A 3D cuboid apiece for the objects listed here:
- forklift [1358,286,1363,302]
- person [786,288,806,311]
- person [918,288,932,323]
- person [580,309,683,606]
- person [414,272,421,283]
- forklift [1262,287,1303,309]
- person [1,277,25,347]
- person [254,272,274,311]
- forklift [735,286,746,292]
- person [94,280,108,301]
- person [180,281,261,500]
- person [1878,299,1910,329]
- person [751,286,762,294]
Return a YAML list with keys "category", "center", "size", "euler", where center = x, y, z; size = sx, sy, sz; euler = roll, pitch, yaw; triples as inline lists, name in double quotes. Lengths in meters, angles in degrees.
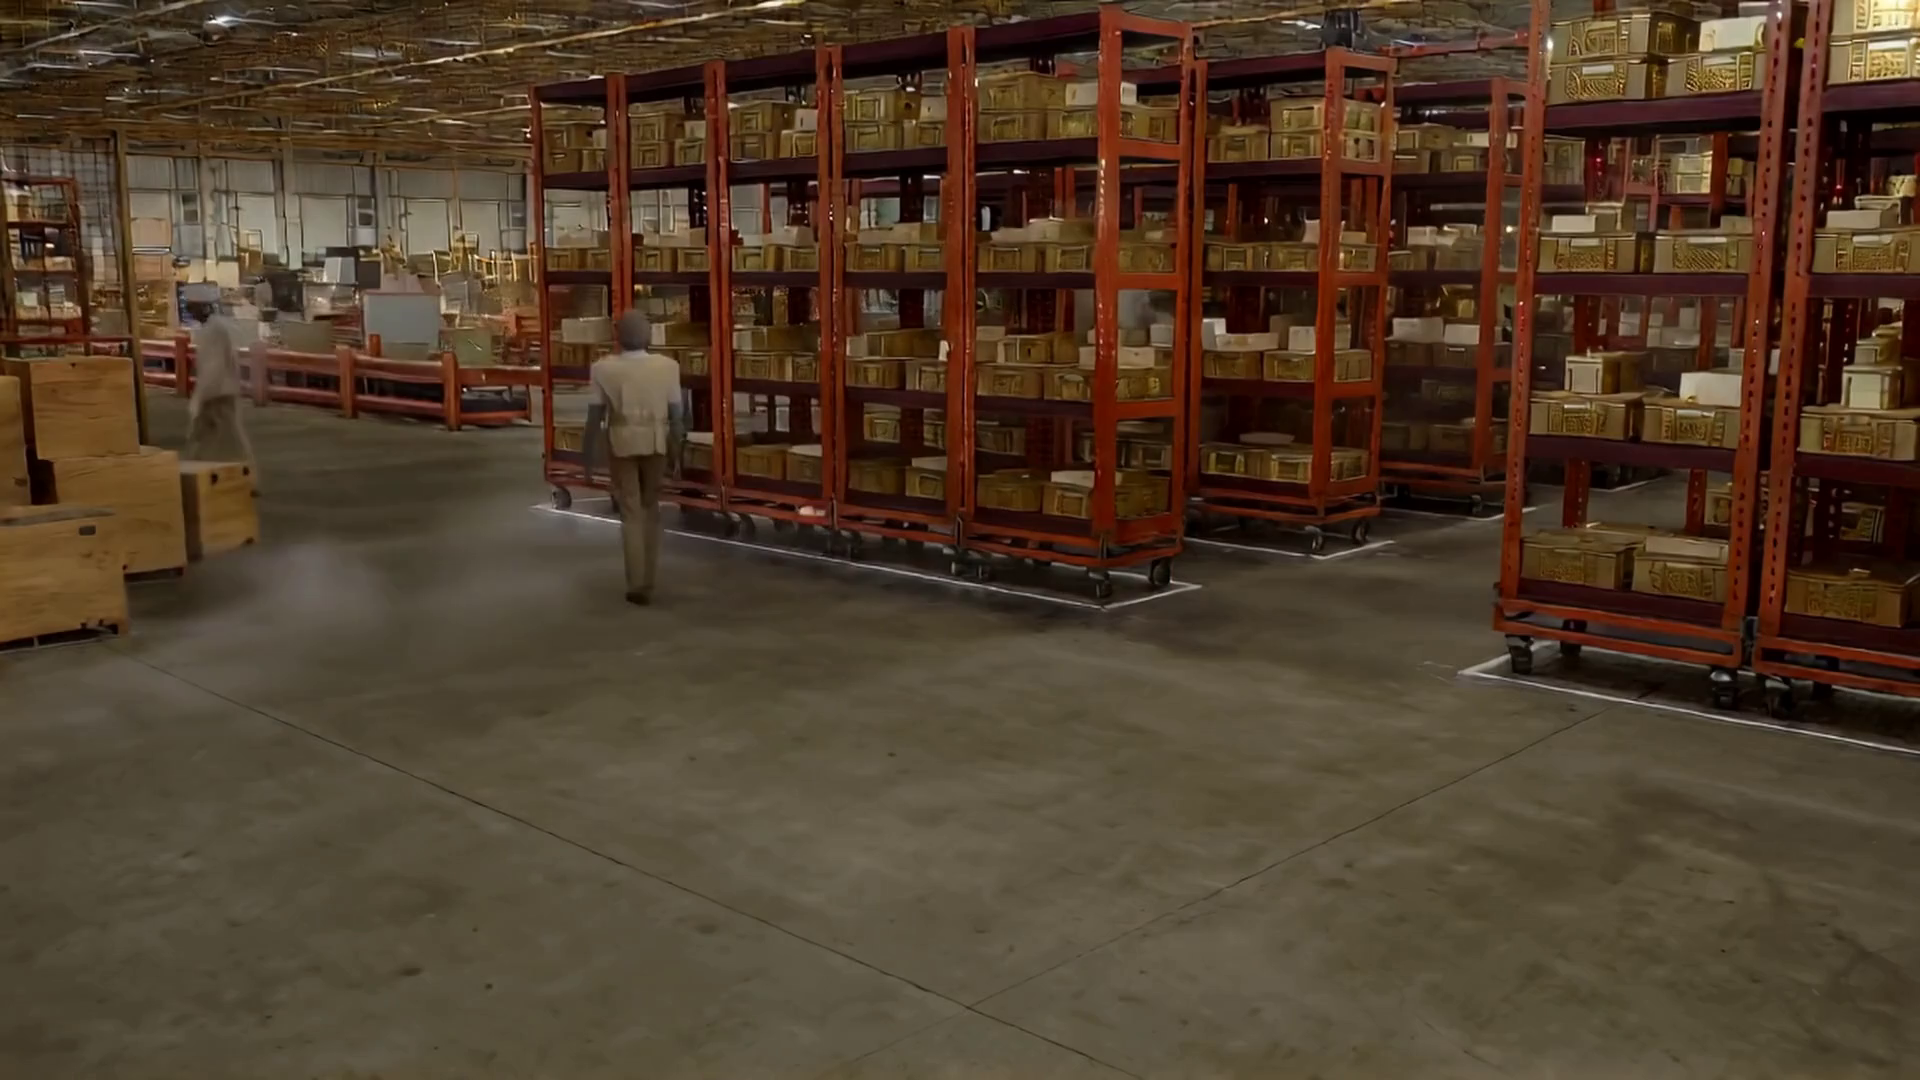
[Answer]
- category: "forklift"
  center: [11.100, -7.017, 46.970]
  size: [1.873, 2.768, 1.129]
  euler: [9, 13, 43]
- category: "person"
  center: [-4.450, -6.240, 45.270]
  size: [0.647, 1.882, 0.781]
  euler: [-8, 12, -40]
- category: "person"
  center: [-0.924, -5.640, 41.784]
  size: [0.403, 1.820, 0.600]
  euler: [-4, 10, -24]
- category: "person"
  center: [-2.062, -0.524, 10.387]
  size: [0.594, 1.815, 0.727]
  euler: [-5, 11, -29]
- category: "person"
  center: [-23.789, -10.755, 72.781]
  size: [0.376, 1.934, 0.548]
  euler: [-9, 13, -42]
- category: "forklift"
  center: [10.769, -8.203, 54.240]
  size: [1.129, 2.768, 1.873]
  euler: [8, 12, 42]
- category: "person"
  center: [-20.698, -4.801, 36.398]
  size: [0.550, 1.900, 0.797]
  euler: [-1, 9, -5]
- category: "person"
  center: [-21.075, -7.133, 50.499]
  size: [0.614, 1.970, 0.804]
  euler: [3, 10, 20]
- category: "forklift"
  center: [-9.951, -12.294, 79.319]
  size: [1.873, 2.768, 1.129]
  euler: [9, 13, 43]
- category: "person"
  center: [-24.673, -6.609, 47.944]
  size: [0.294, 1.744, 0.487]
  euler: [8, 12, 40]
- category: "person"
  center: [-6.736, -1.302, 14.745]
  size: [0.951, 1.952, 0.644]
  euler: [-4, 10, -25]
- category: "person"
  center: [9.864, -1.725, 17.718]
  size: [0.404, 1.836, 0.586]
  euler: [2, 9, 9]
- category: "person"
  center: [-8.854, -10.486, 72.092]
  size: [0.523, 1.615, 0.631]
  euler: [2, 10, 14]
